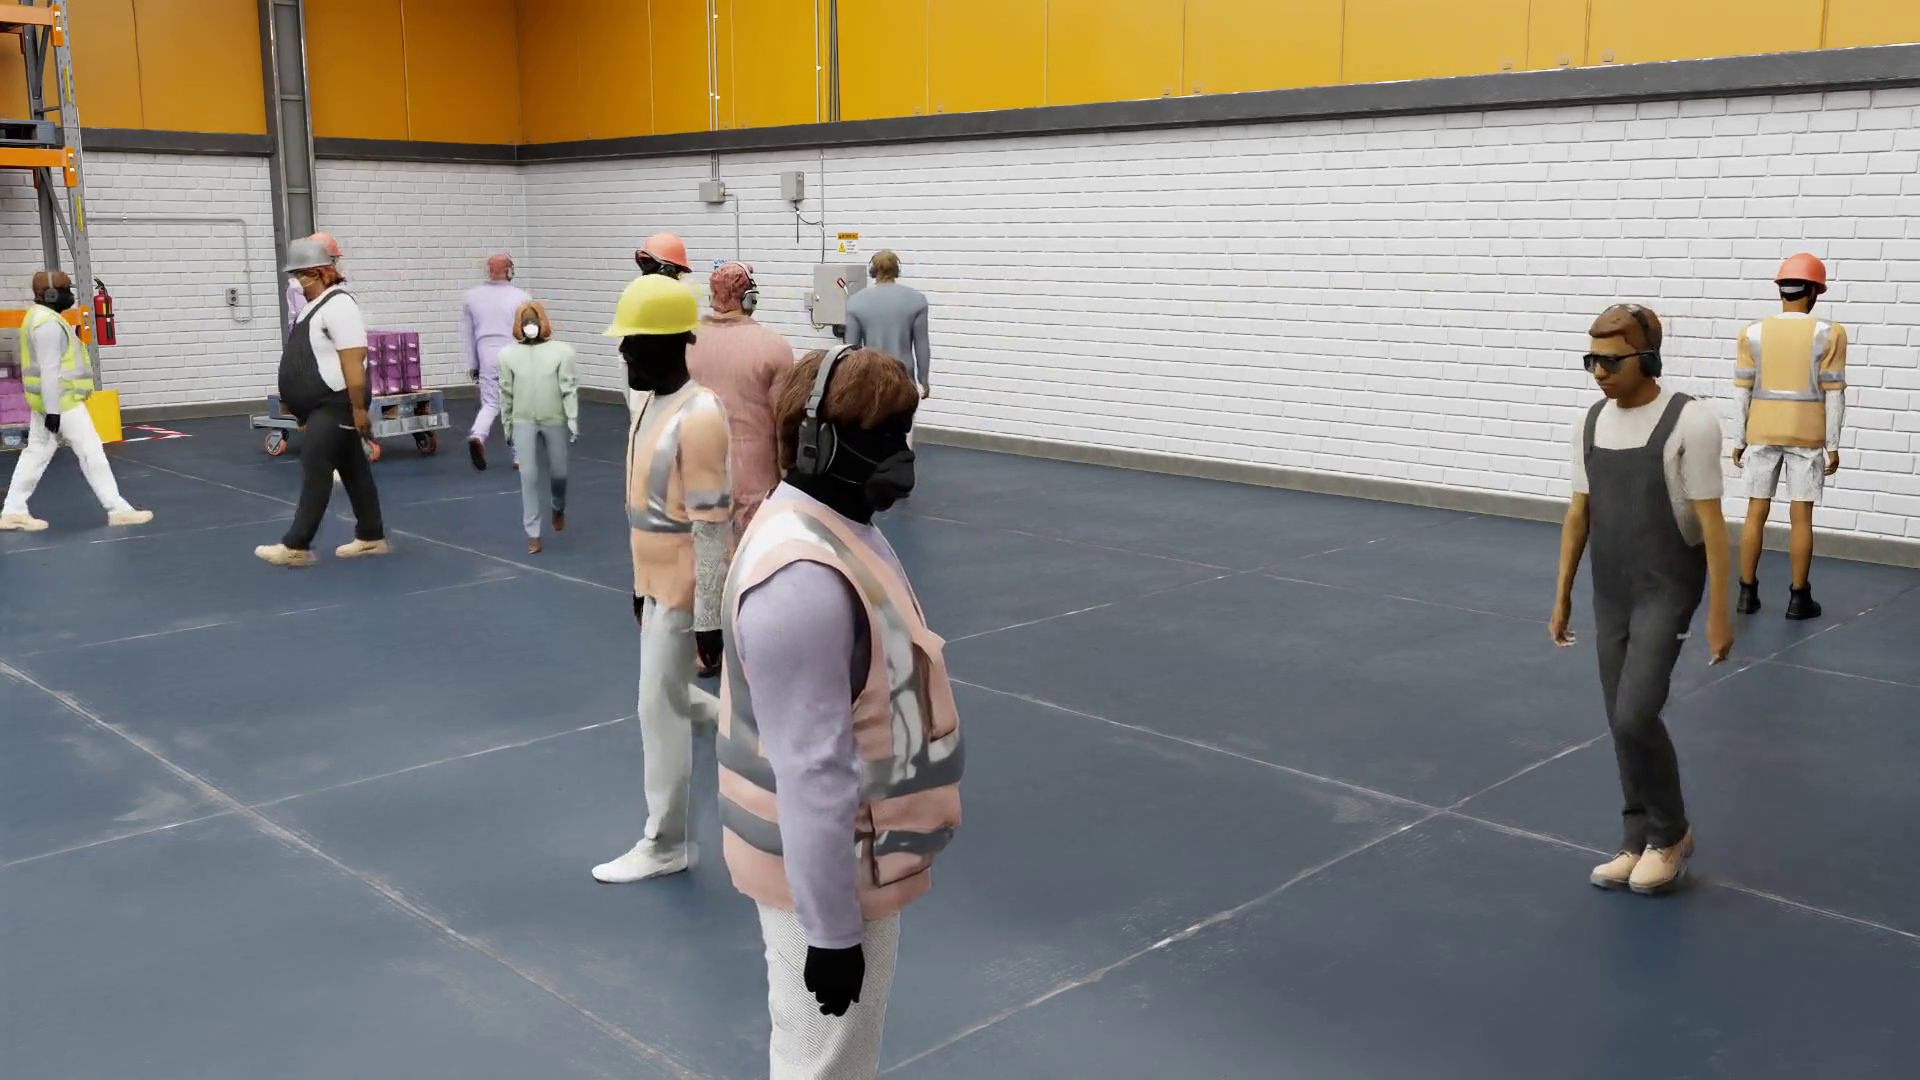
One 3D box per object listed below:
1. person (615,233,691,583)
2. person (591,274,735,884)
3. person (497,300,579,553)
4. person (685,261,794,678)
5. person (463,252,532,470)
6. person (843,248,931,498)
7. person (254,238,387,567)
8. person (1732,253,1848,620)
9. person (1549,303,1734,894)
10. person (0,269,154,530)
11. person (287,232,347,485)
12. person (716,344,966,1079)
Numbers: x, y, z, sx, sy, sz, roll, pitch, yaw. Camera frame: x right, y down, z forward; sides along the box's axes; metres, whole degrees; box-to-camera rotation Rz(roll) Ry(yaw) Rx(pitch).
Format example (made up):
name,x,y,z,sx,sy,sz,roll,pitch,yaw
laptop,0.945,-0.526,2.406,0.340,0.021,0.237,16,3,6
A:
name,x,y,z,sx,sy,sz,roll,pitch,yaw
person,-1.700,-0.734,9.569,0.397,2.034,0.605,-10,14,-44
person,-0.826,0.125,5.226,0.672,1.909,0.612,-4,11,-22
person,-2.742,-0.760,10.854,0.503,1.612,0.685,-2,11,-12
person,-1.014,-0.308,7.592,0.652,1.906,0.404,3,11,14
person,-3.933,-1.509,14.207,0.649,1.886,0.737,2,11,11
person,-0.550,-1.222,12.515,0.655,1.926,0.431,-1,10,-4
person,-4.016,-0.862,10.244,0.930,2.000,0.696,-6,12,-31
person,4.381,-0.543,8.813,0.543,1.927,0.375,8,13,38
person,2.075,0.192,5.087,0.412,1.821,0.563,-5,12,-26
person,-6.192,-0.954,11.436,0.945,1.797,0.639,-8,13,-35
person,-5.156,-1.471,13.560,0.616,2.041,0.377,5,12,26
person,-0.204,0.578,2.941,0.429,1.839,0.633,0,10,-2
